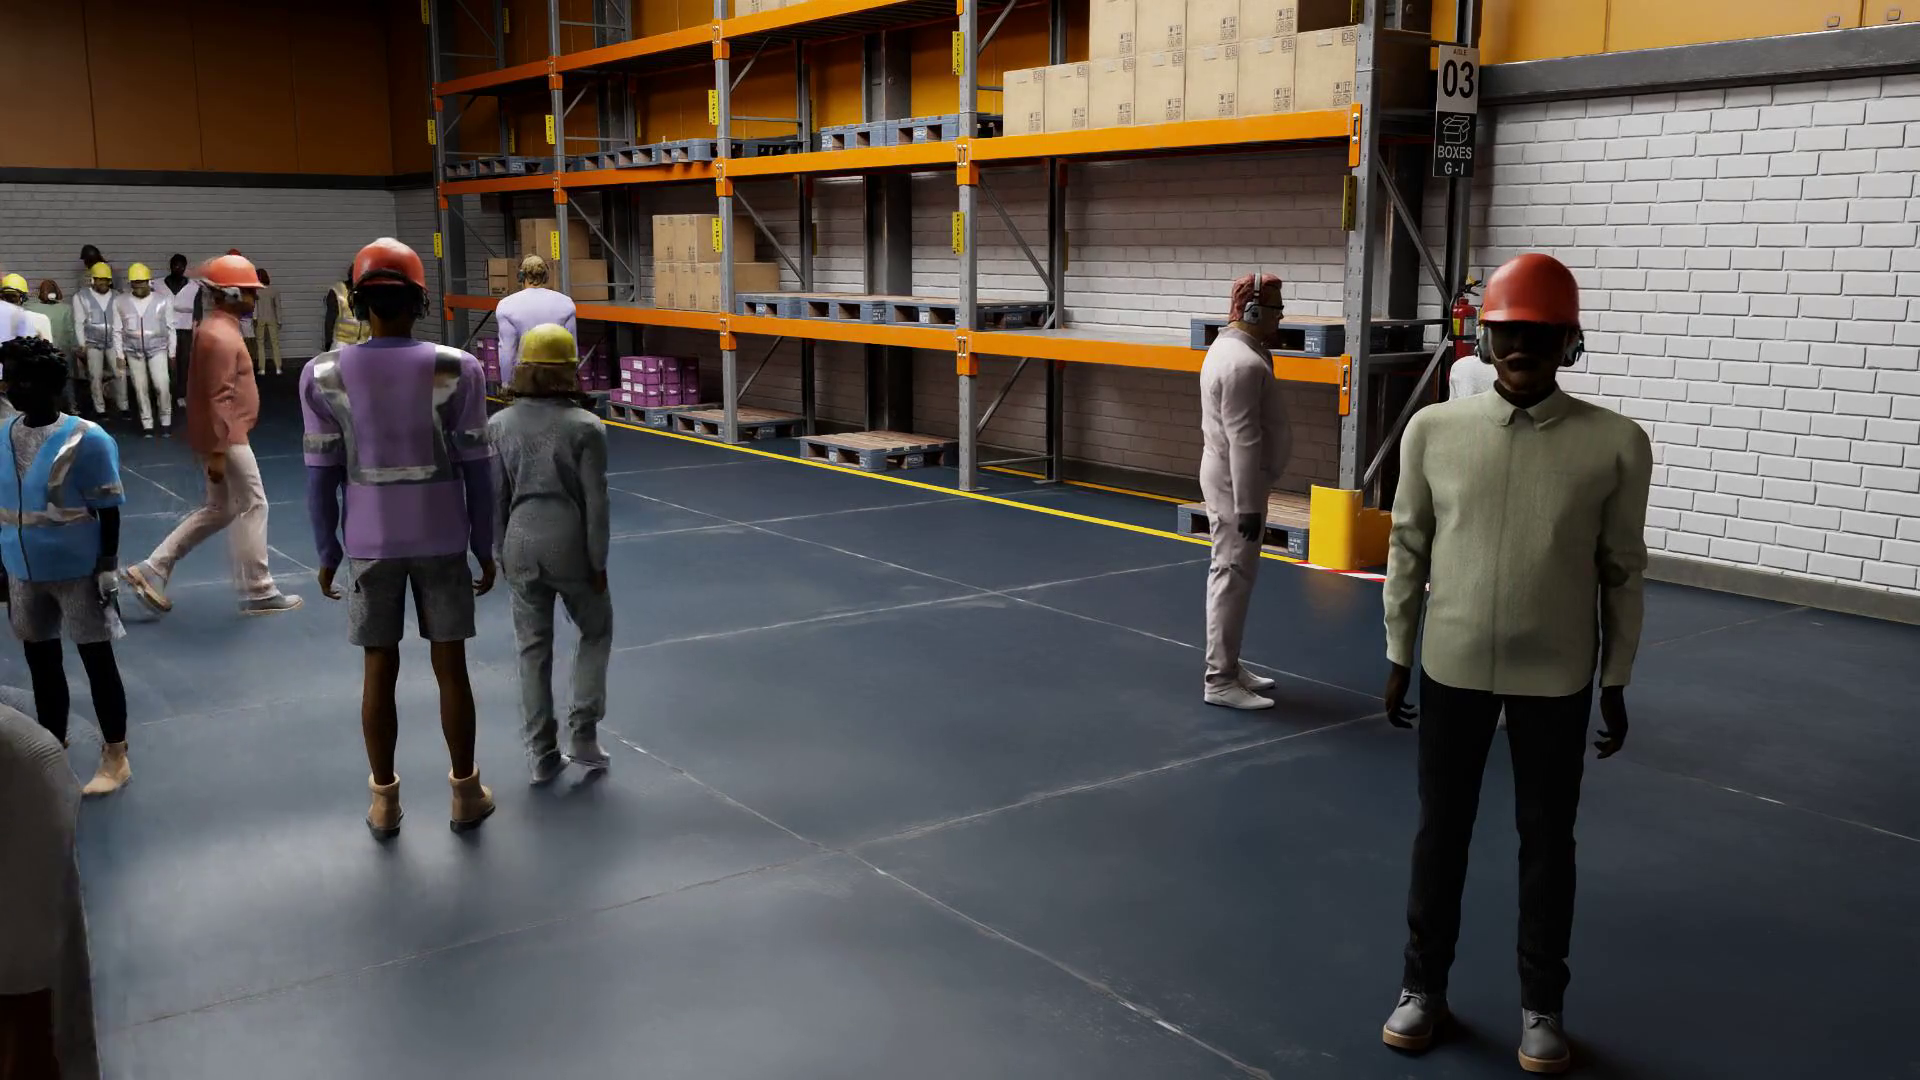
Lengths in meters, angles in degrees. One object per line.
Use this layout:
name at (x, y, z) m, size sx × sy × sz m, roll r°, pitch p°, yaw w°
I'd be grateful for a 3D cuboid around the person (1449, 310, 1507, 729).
person at (2.267, -0.145, 6.977) m, size 0.315 × 1.872 × 0.533 m, roll -8°, pitch 13°, yaw -38°

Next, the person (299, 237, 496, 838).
person at (-1.893, 0.002, 5.681) m, size 0.605 × 2.041 × 0.383 m, roll -2°, pitch 10°, yaw -13°

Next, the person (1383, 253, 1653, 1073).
person at (1.346, 0.306, 4.098) m, size 0.612 × 1.997 × 0.375 m, roll 4°, pitch 11°, yaw 23°

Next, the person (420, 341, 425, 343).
person at (-3.539, -0.699, 10.566) m, size 0.532 × 1.697 × 0.322 m, roll -9°, pitch 14°, yaw -43°

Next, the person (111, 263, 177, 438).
person at (-8.430, -1.941, 17.200) m, size 0.590 × 1.813 × 0.547 m, roll -3°, pitch 11°, yaw -19°

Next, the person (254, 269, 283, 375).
person at (-10.715, -3.356, 25.628) m, size 0.501 × 1.632 × 0.290 m, roll -5°, pitch 11°, yaw -27°

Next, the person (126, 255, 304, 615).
person at (-4.057, -0.542, 8.945) m, size 0.788 × 1.970 × 0.624 m, roll -6°, pitch 12°, yaw -32°

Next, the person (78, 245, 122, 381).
person at (-12.730, -3.361, 24.517) m, size 0.842 × 2.000 × 0.697 m, roll 3°, pitch 10°, yaw 15°

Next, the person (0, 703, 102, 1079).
person at (-1.176, 0.793, 1.885) m, size 0.522 × 1.816 × 0.959 m, roll 3°, pitch 11°, yaw 16°

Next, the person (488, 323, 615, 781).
person at (-1.538, 0.053, 6.283) m, size 0.488 × 1.728 × 0.385 m, roll 1°, pitch 10°, yaw 5°

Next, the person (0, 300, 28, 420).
person at (-7.436, -1.198, 12.749) m, size 0.483 × 1.915 × 0.609 m, roll 8°, pitch 13°, yaw 39°

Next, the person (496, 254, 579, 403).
person at (-3.272, -1.240, 12.918) m, size 0.627 × 1.941 × 0.371 m, roll -6°, pitch 12°, yaw -29°

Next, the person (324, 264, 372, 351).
person at (-7.354, -2.445, 20.156) m, size 0.683 × 1.785 × 0.896 m, roll -8°, pitch 13°, yaw -37°

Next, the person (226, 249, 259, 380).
person at (-10.636, -3.307, 24.502) m, size 0.545 × 1.939 × 0.354 m, roll -5°, pitch 11°, yaw -27°

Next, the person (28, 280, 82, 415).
person at (-10.790, -2.294, 19.787) m, size 0.504 × 1.598 × 0.823 m, roll -9°, pitch 14°, yaw -42°

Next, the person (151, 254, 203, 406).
person at (-9.710, -2.593, 20.669) m, size 0.632 × 1.884 × 0.434 m, roll -3°, pitch 11°, yaw -18°

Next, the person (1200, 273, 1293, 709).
person at (1.247, -0.210, 7.284) m, size 0.399 × 1.897 × 0.647 m, roll 1°, pitch 10°, yaw 4°

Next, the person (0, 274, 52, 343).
person at (-7.936, -1.359, 14.071) m, size 0.528 × 1.767 × 0.330 m, roll -4°, pitch 11°, yaw -23°

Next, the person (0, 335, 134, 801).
person at (-3.283, 0.108, 6.044) m, size 0.538 × 1.695 × 0.319 m, roll 2°, pitch 10°, yaw 12°

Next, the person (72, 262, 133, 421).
person at (-9.682, -2.230, 18.831) m, size 0.605 × 1.802 × 0.698 m, roll -8°, pitch 13°, yaw -39°
